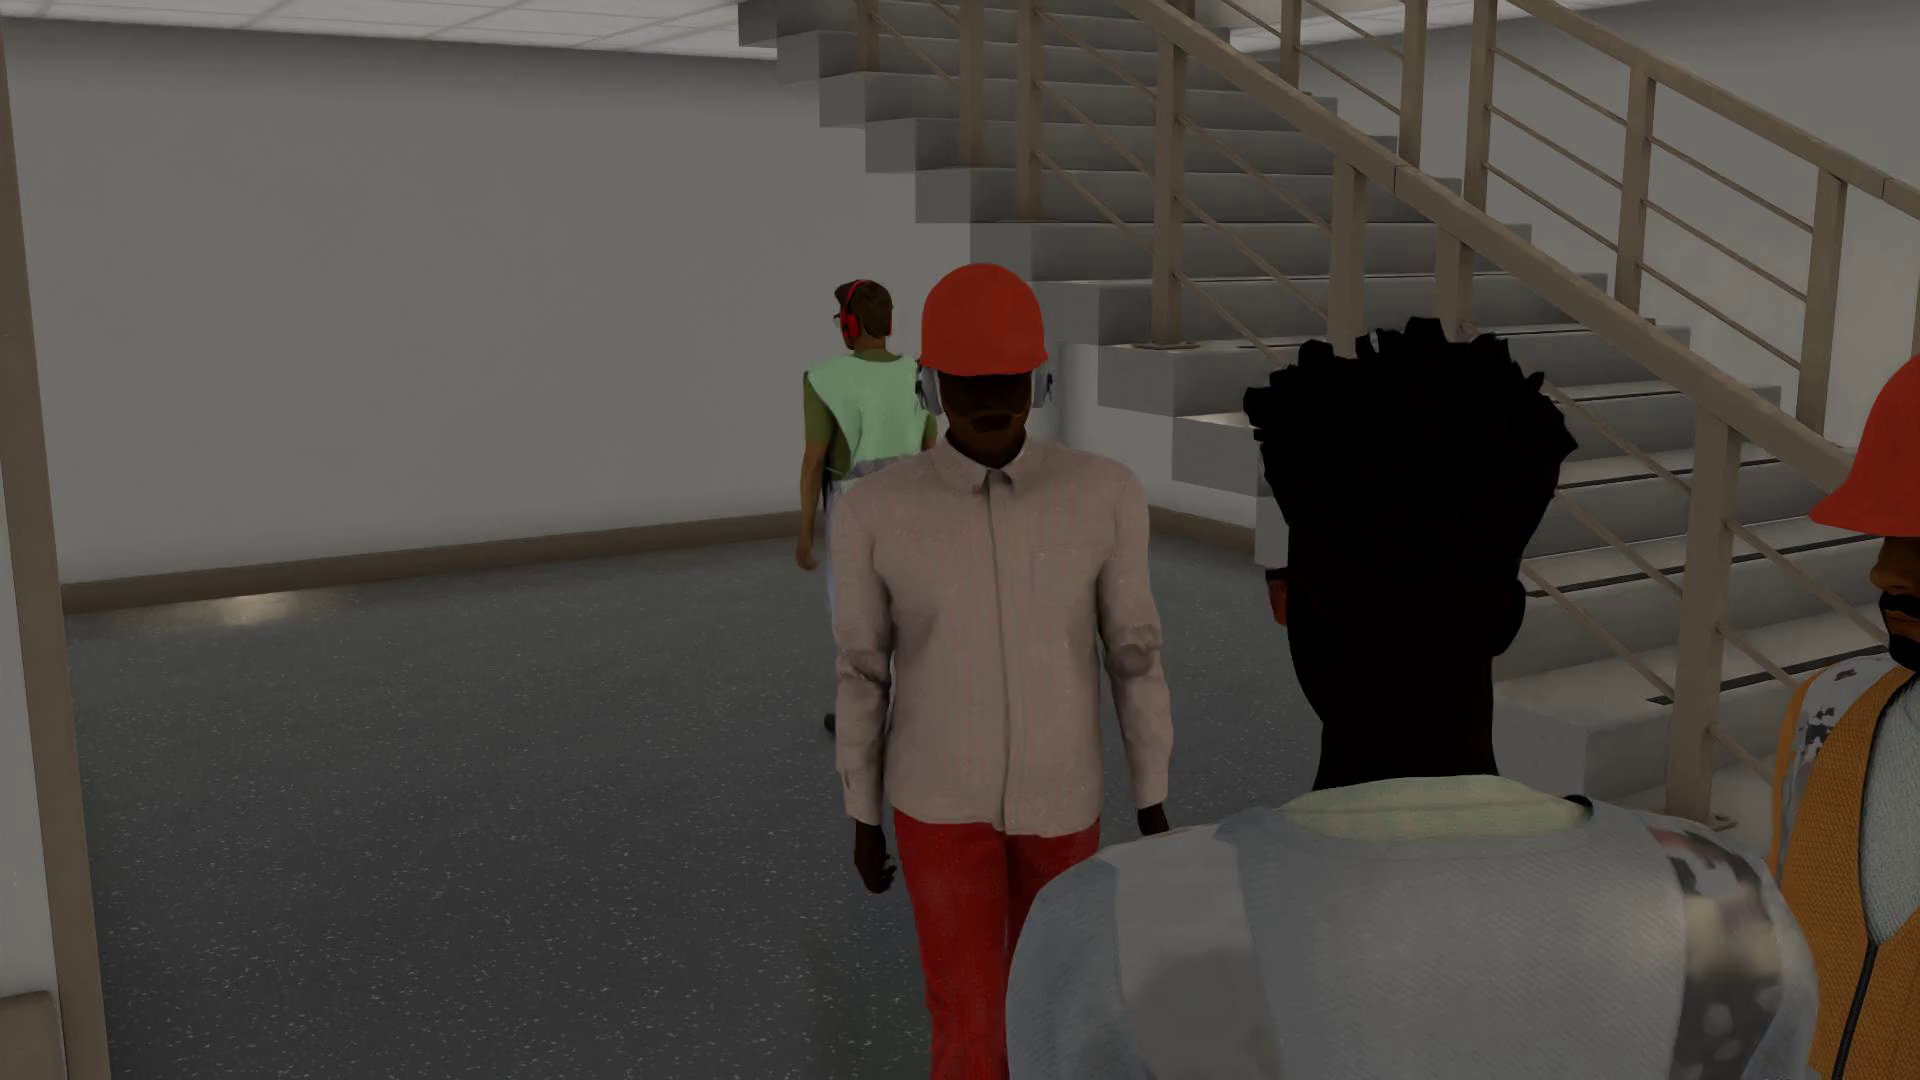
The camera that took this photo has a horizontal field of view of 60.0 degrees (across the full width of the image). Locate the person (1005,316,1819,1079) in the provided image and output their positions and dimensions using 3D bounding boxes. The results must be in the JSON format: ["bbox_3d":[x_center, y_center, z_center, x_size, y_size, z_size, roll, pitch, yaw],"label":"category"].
[{"bbox_3d":[0.321,0.811,1.322,0.610,1.954,0.387,-2,11,-9],"label":"person"}]

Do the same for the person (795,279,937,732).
[{"bbox_3d":[-0.306,-0.061,6.254,0.574,1.826,0.766,-9,14,-38],"label":"person"}]

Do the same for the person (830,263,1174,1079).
[{"bbox_3d":[0.064,0.453,3.200,0.615,1.962,0.953,-2,11,-11],"label":"person"}]

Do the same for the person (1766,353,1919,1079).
[{"bbox_3d":[0.934,0.758,1.632,0.354,1.939,0.545,-4,11,-19],"label":"person"}]
